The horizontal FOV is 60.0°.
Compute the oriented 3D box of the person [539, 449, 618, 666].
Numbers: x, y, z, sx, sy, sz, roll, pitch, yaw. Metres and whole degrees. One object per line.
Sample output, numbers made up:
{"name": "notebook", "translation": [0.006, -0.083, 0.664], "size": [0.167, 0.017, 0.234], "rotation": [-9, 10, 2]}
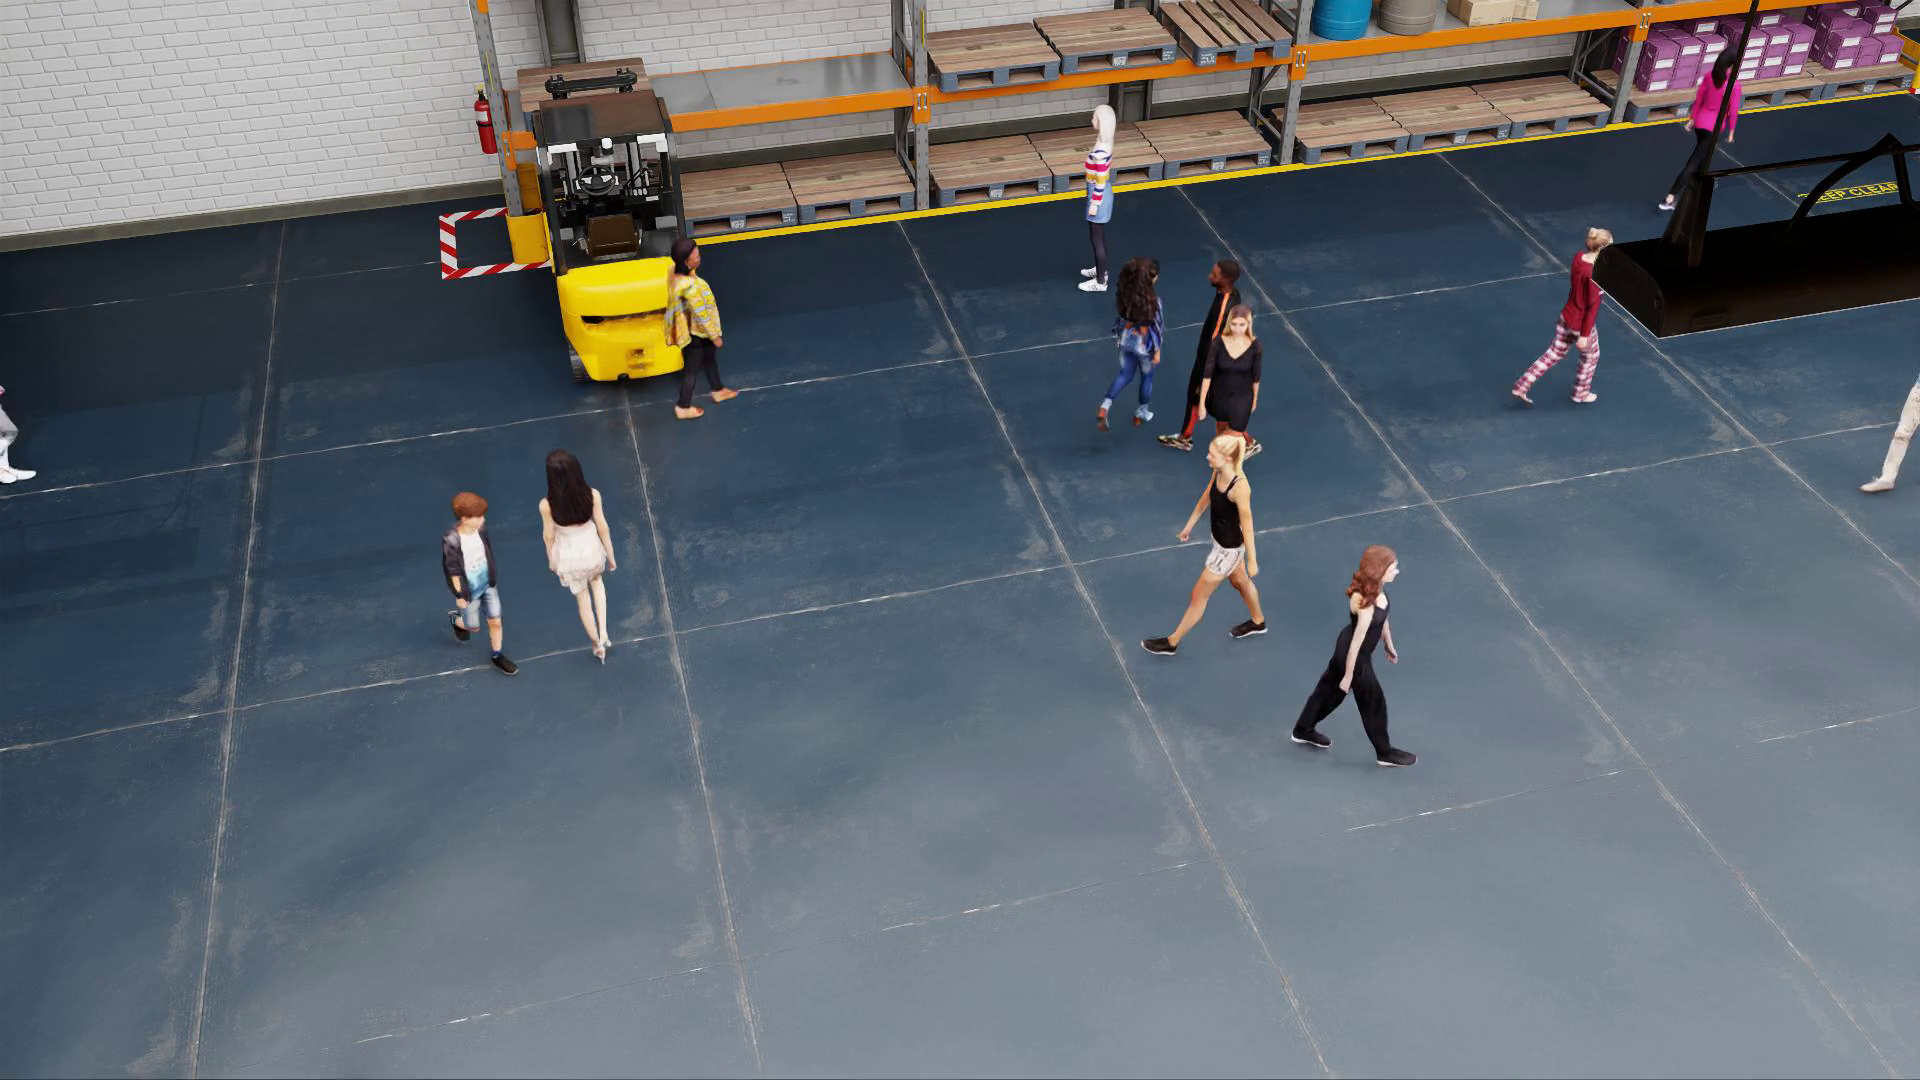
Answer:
{"name": "person", "translation": [-2.528, 0.188, 11.141], "size": [0.537, 1.726, 0.672], "rotation": [-14, 41, -16]}

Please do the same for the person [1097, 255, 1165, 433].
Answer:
{"name": "person", "translation": [1.381, -1.530, 13.387], "size": [0.911, 1.608, 1.038], "rotation": [30, 48, 32]}

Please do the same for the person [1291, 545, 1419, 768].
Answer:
{"name": "person", "translation": [2.400, 0.705, 10.508], "size": [1.115, 1.708, 0.934], "rotation": [10, 40, 13]}

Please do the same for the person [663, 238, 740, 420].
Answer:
{"name": "person", "translation": [-2.253, -1.683, 13.558], "size": [0.868, 1.634, 0.747], "rotation": [-13, 40, -16]}

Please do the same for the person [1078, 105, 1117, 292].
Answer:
{"name": "person", "translation": [1.279, -3.132, 15.232], "size": [0.667, 1.808, 0.717], "rotation": [6, 39, 8]}

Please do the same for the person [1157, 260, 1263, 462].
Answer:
{"name": "person", "translation": [2.070, -1.372, 13.050], "size": [1.187, 1.781, 0.983], "rotation": [8, 39, 9]}

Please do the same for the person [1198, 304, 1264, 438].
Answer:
{"name": "person", "translation": [2.094, -1.107, 12.846], "size": [1.090, 1.621, 0.992], "rotation": [9, 40, 12]}

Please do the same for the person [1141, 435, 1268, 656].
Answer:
{"name": "person", "translation": [1.895, 0.033, 11.291], "size": [1.201, 1.781, 0.717], "rotation": [-6, 39, -8]}

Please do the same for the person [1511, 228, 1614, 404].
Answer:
{"name": "person", "translation": [5.009, -1.800, 13.683], "size": [1.027, 1.660, 0.691], "rotation": [-6, 39, -8]}

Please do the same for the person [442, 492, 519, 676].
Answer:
{"name": "person", "translation": [-3.328, 0.278, 11.271], "size": [0.872, 1.424, 0.865], "rotation": [28, 46, 30]}

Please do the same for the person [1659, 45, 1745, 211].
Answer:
{"name": "person", "translation": [7.368, -4.041, 16.507], "size": [1.191, 1.648, 0.773], "rotation": [-19, 42, -22]}
